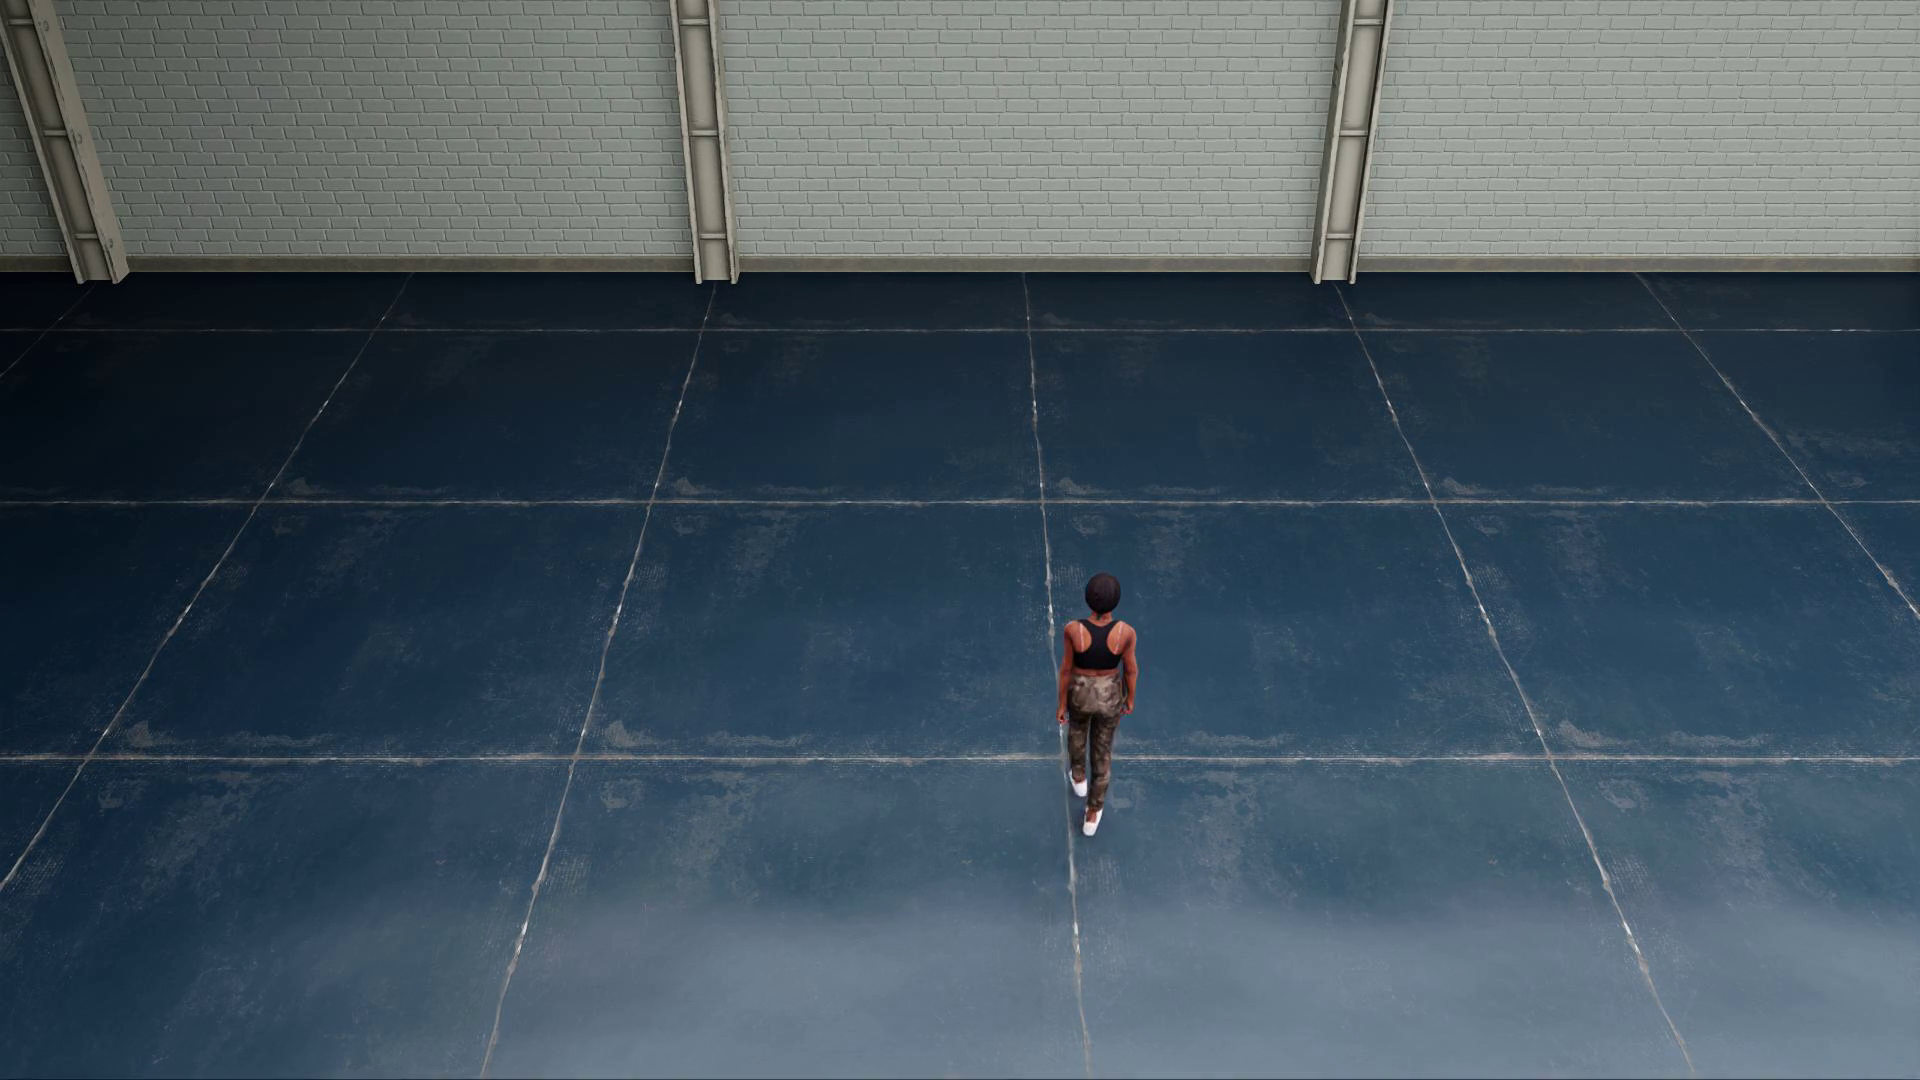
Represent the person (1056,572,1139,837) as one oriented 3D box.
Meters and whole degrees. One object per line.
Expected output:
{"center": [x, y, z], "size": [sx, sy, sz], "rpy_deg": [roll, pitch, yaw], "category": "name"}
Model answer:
{"center": [0.747, 0.959, 9.269], "size": [0.735, 1.683, 0.707], "rpy_deg": [4, 33, 6], "category": "person"}
